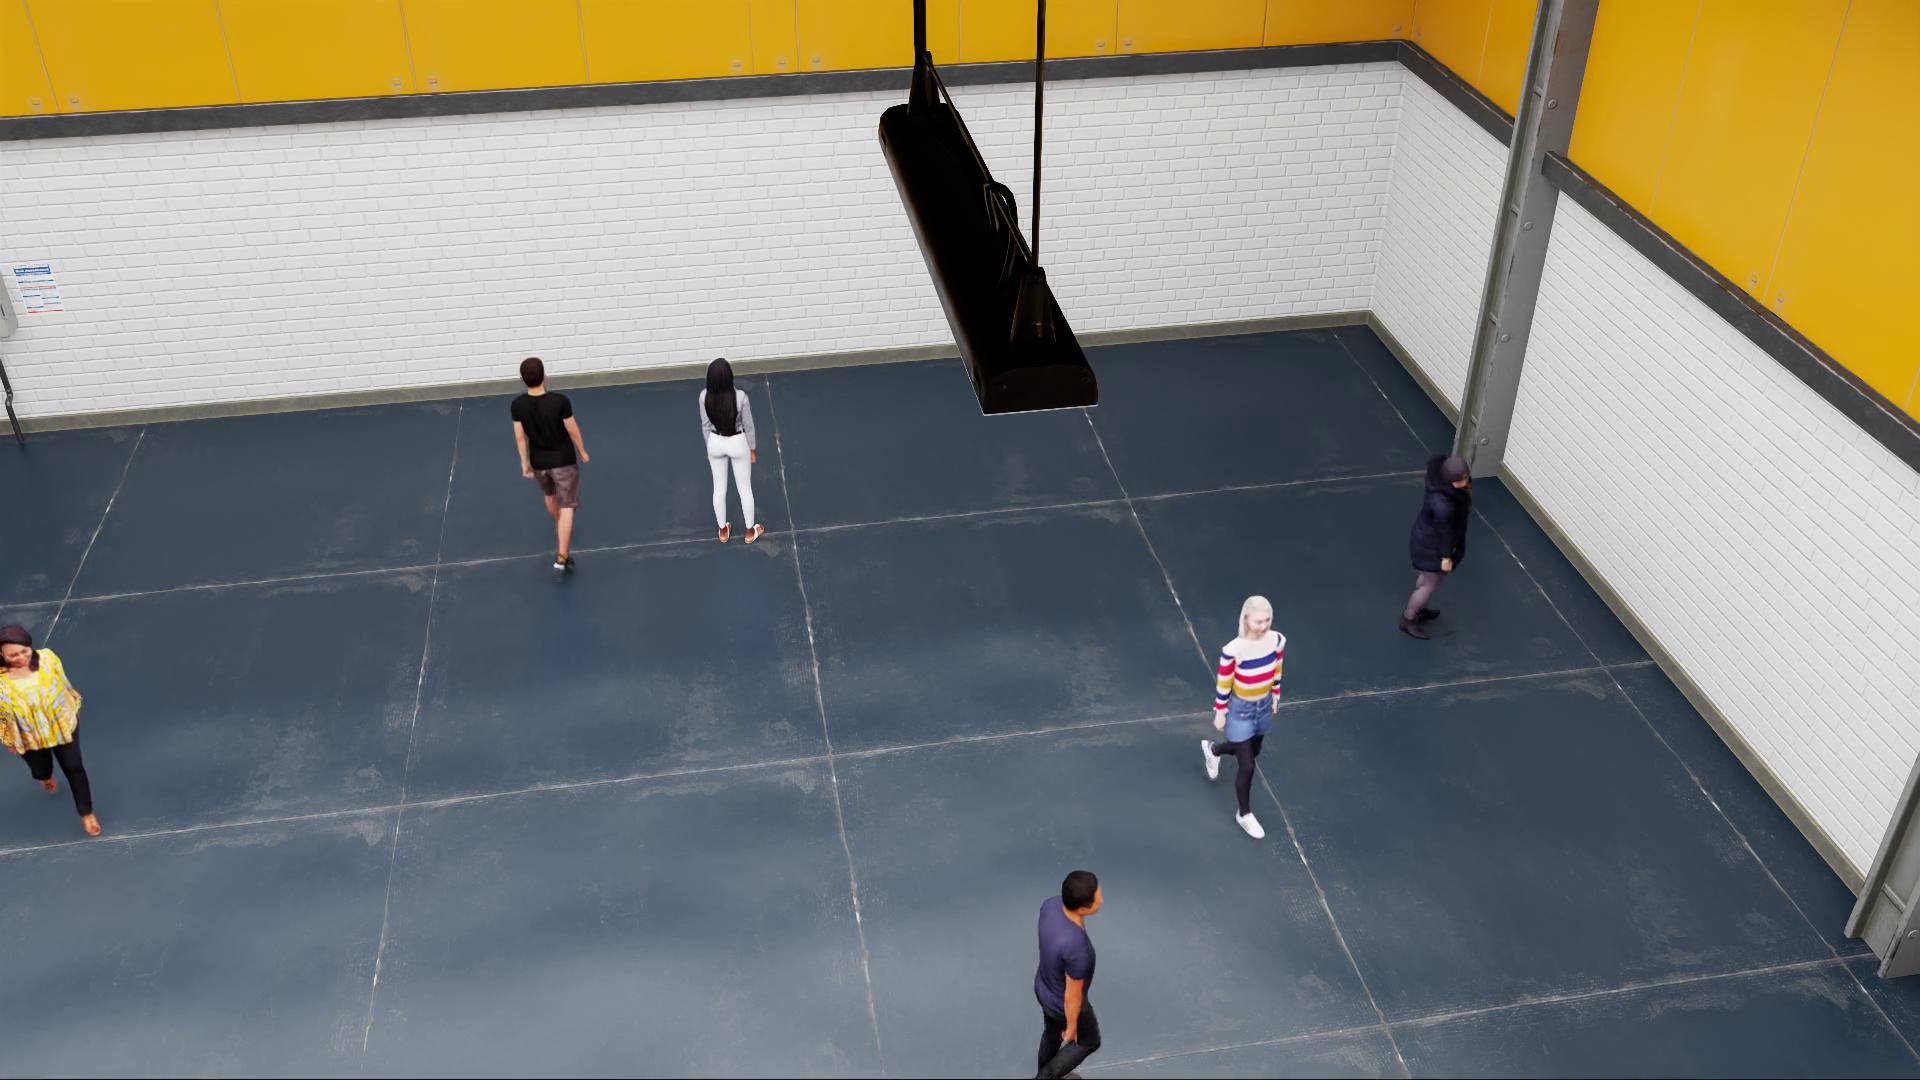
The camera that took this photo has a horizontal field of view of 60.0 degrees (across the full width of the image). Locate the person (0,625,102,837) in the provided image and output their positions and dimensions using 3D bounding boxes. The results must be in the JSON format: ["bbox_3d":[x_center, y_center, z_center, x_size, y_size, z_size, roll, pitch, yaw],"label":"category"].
[{"bbox_3d":[-6.100,1.217,11.021,0.977,1.636,1.101,-26,42,-33],"label":"person"}]

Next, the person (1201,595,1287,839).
[{"bbox_3d":[1.869,1.094,11.069,0.851,1.788,1.121,-16,37,-22],"label":"person"}]

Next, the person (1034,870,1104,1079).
[{"bbox_3d":[0.476,2.479,8.999,0.799,1.774,0.704,-14,36,-19],"label":"person"}]

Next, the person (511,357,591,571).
[{"bbox_3d":[-3.334,-0.610,13.587,0.879,1.839,1.225,2,34,4],"label":"person"}]

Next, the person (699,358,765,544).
[{"bbox_3d":[-1.929,-0.753,13.904,0.648,1.725,0.622,4,34,6],"label":"person"}]

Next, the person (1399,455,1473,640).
[{"bbox_3d":[3.691,-0.016,12.855,0.833,1.660,0.702,-3,34,-5],"label":"person"}]
